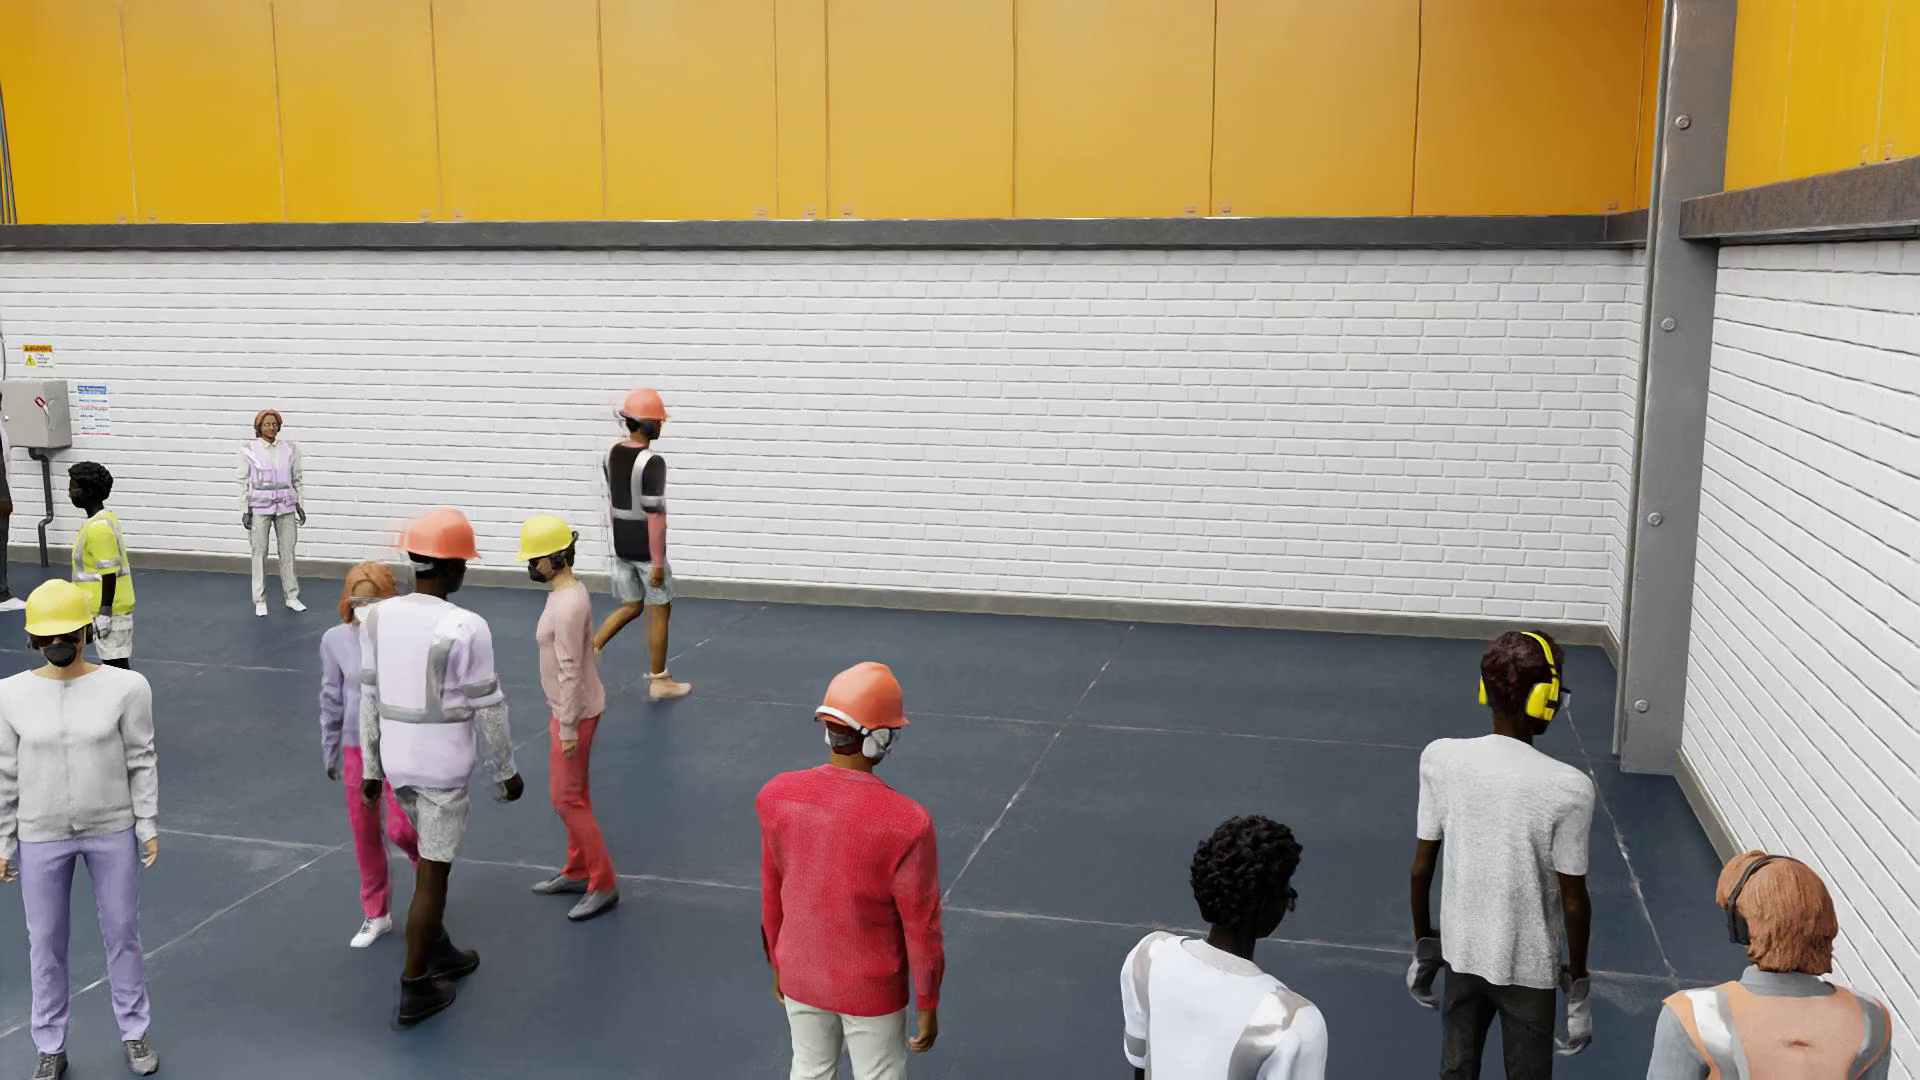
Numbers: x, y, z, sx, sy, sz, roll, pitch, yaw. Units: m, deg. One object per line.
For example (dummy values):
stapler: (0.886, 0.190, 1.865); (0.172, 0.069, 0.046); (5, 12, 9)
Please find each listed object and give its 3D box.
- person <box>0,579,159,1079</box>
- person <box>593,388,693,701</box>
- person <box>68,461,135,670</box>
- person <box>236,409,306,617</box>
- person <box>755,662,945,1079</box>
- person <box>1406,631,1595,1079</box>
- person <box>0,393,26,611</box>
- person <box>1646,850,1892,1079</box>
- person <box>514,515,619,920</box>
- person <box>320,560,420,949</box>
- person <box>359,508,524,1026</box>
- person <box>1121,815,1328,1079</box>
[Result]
person: (-3.014, 1.002, 5.684); (0.523, 1.769, 0.309); (-5, 11, -27)
person: (-2.085, 0.056, 10.487); (0.729, 2.028, 0.606); (-9, 13, -43)
person: (-4.871, 0.393, 9.471); (0.317, 1.695, 0.540); (-5, 11, -27)
person: (-5.481, -0.224, 13.261); (0.514, 1.644, 0.308); (-8, 13, -40)
person: (-0.289, 1.195, 4.629); (0.574, 1.738, 0.352); (5, 11, 27)
person: (1.452, 1.158, 4.479); (0.335, 1.865, 0.521); (-9, 13, -44)
person: (-7.809, -0.370, 13.380); (0.587, 1.896, 0.391); (8, 13, 40)
person: (1.647, 1.447, 3.461); (0.524, 1.631, 0.323); (-1, 10, -7)
person: (-1.709, 0.749, 7.234); (0.390, 1.744, 0.538); (-2, 10, -11)
person: (-2.385, 0.866, 6.897); (0.522, 1.619, 0.414); (1, 10, 6)
person: (-1.927, 0.830, 6.260); (0.554, 1.909, 0.675); (5, 11, 27)
person: (0.555, 1.406, 3.539); (0.320, 1.686, 0.538); (-8, 13, -40)
